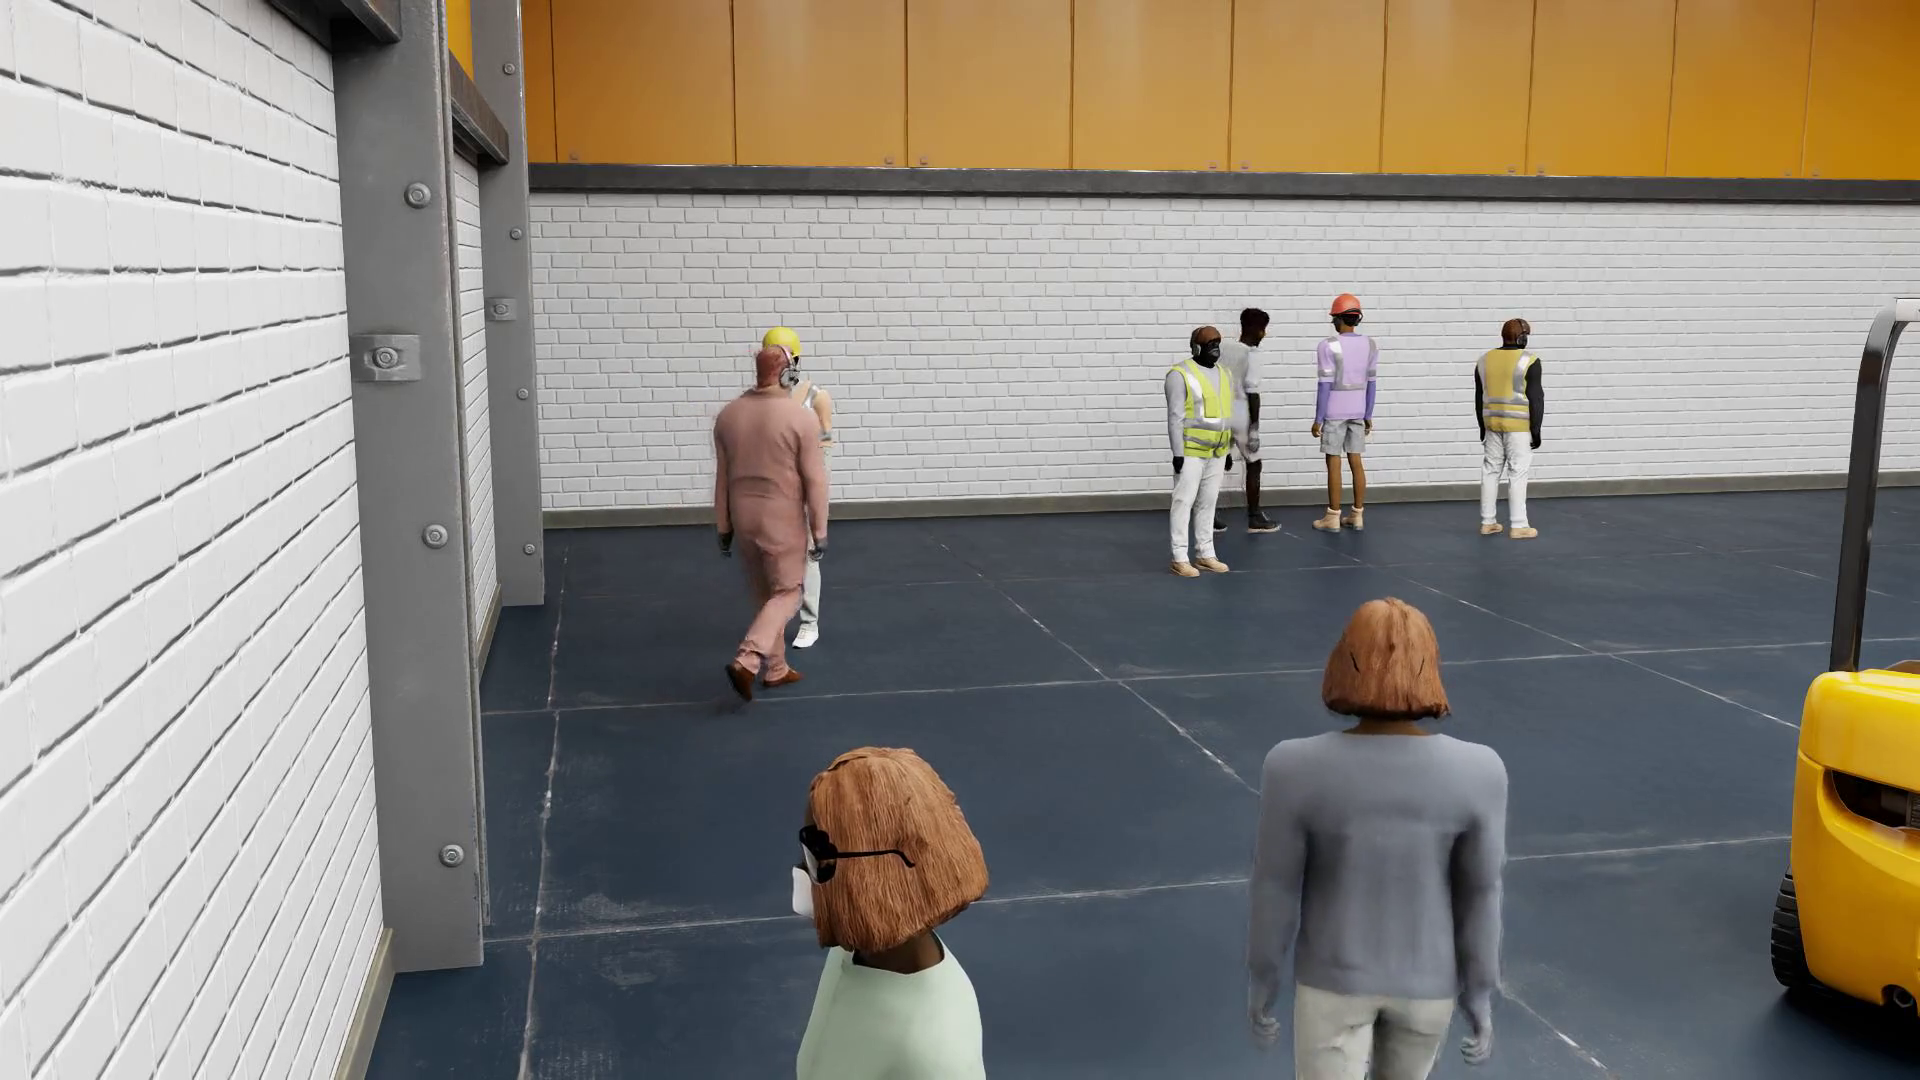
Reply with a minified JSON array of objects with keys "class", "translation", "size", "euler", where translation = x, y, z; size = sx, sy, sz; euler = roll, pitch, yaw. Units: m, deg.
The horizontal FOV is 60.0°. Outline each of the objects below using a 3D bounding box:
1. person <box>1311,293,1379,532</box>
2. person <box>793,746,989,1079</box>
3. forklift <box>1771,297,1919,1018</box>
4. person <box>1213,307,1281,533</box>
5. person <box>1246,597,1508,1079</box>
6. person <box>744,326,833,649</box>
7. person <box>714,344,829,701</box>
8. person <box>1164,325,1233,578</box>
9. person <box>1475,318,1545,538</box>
[{"class":"person","translation":[3.282,-1.088,14.299],"size":[0.616,2.041,0.377],"euler":[-4,10,-25]},{"class":"person","translation":[-0.108,1.081,2.323],"size":[0.285,1.633,0.499],"euler":[-3,10,-19]},{"class":"forklift","translation":[3.542,0.334,5.177],"size":[2.313,2.155,1.214],"euler":[-9,13,-43]},{"class":"person","translation":[2.437,-1.004,14.152],"size":[0.861,1.914,0.588],"euler":[-5,11,-29]},{"class":"person","translation":[0.843,0.921,3.372],"size":[0.501,1.609,0.741],"euler":[1,9,4]},{"class":"person","translation":[-1.041,-0.311,9.940],"size":[0.585,1.920,0.373],"euler":[4,10,25]},{"class":"person","translation":[-1.018,-0.081,8.691],"size":[0.683,1.880,0.761],"euler":[5,11,28]},{"class":"person","translation":[1.789,-0.655,12.276],"size":[0.621,1.844,0.430],"euler":[-7,12,-37]},{"class":"person","translation":[4.637,-0.934,14.008],"size":[0.429,1.847,0.632],"euler":[-7,12,-38]}]
